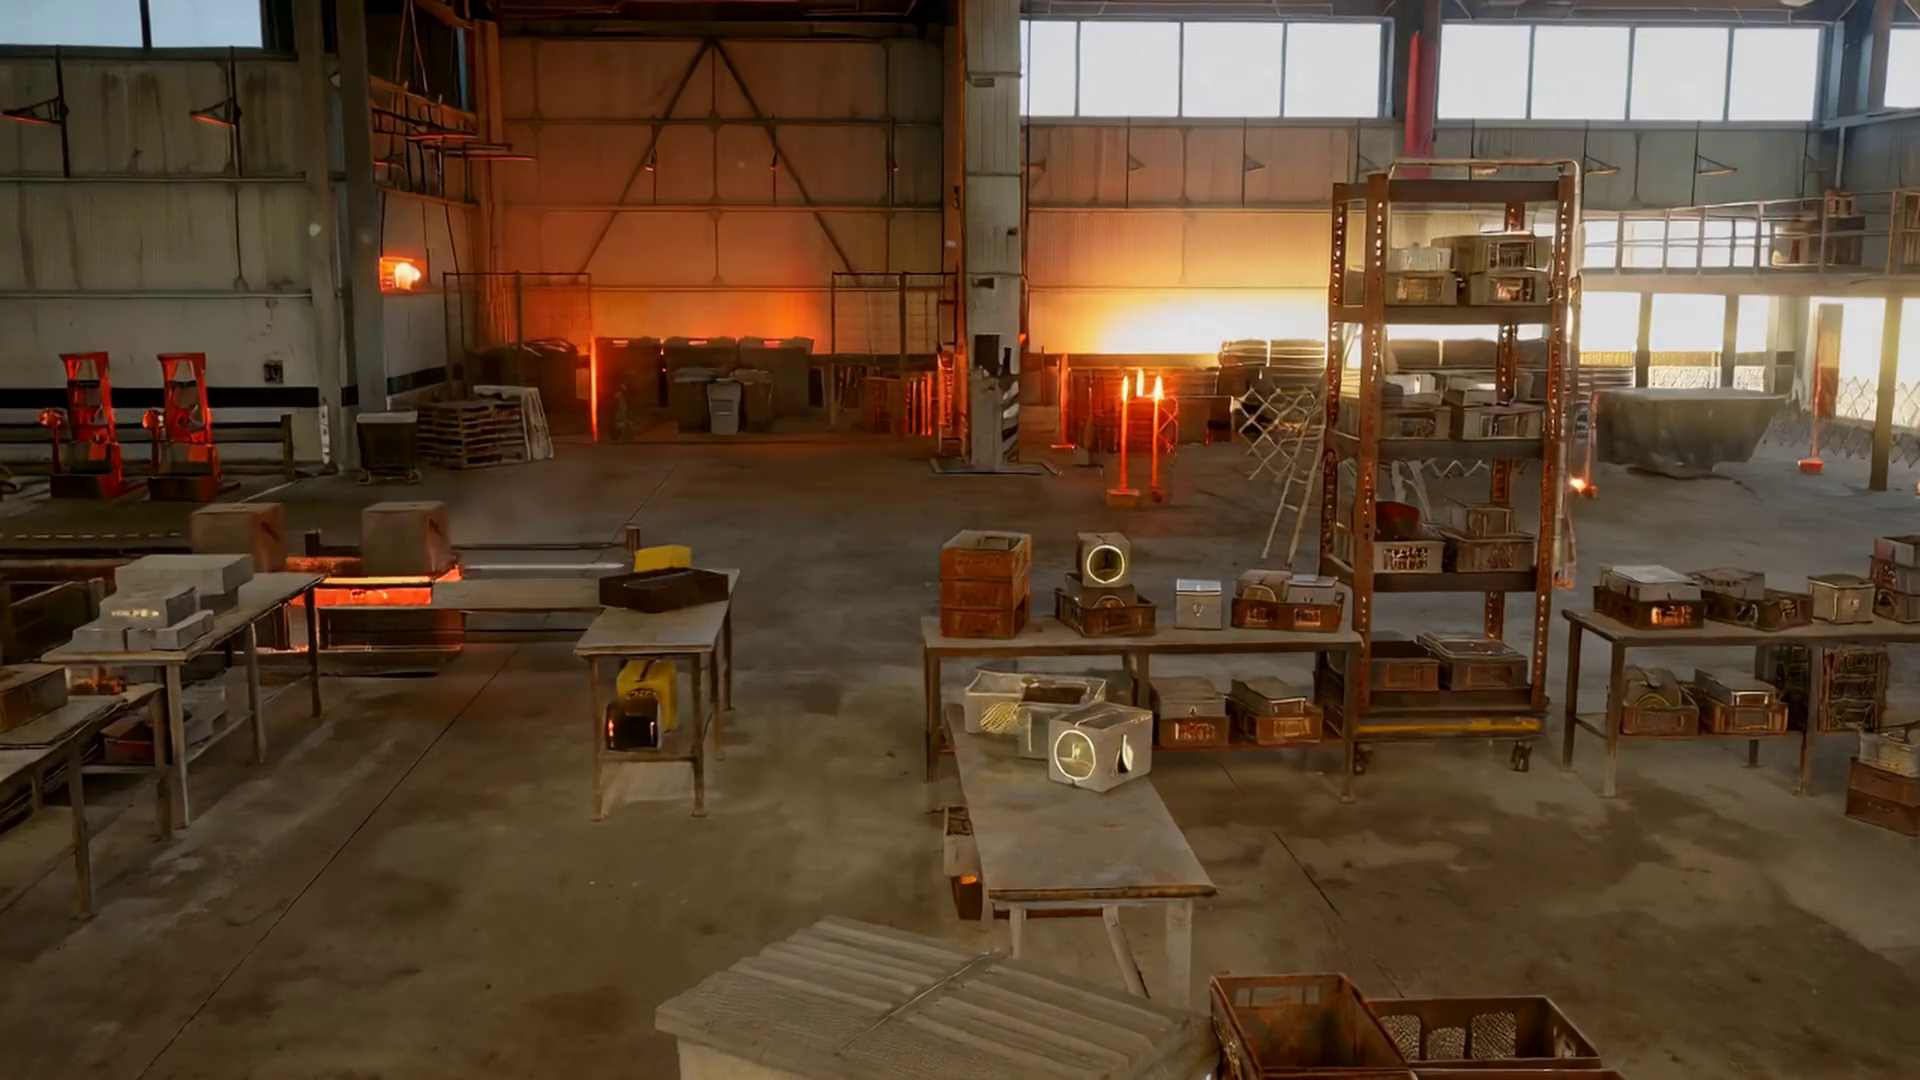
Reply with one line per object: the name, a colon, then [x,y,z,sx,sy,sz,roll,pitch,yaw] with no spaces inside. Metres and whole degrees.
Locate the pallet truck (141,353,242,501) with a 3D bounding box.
pallet truck: [-10.520,-1.604,22.925,0.823,1.965,1.885,-1,9,-6]

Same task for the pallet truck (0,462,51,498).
pallet truck: [-13.193,-1.293,23.148,0.653,1.274,1.630,-1,9,-4]

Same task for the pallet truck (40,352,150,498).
pallet truck: [-11.907,-1.642,23.165,0.823,1.965,1.885,0,9,0]
